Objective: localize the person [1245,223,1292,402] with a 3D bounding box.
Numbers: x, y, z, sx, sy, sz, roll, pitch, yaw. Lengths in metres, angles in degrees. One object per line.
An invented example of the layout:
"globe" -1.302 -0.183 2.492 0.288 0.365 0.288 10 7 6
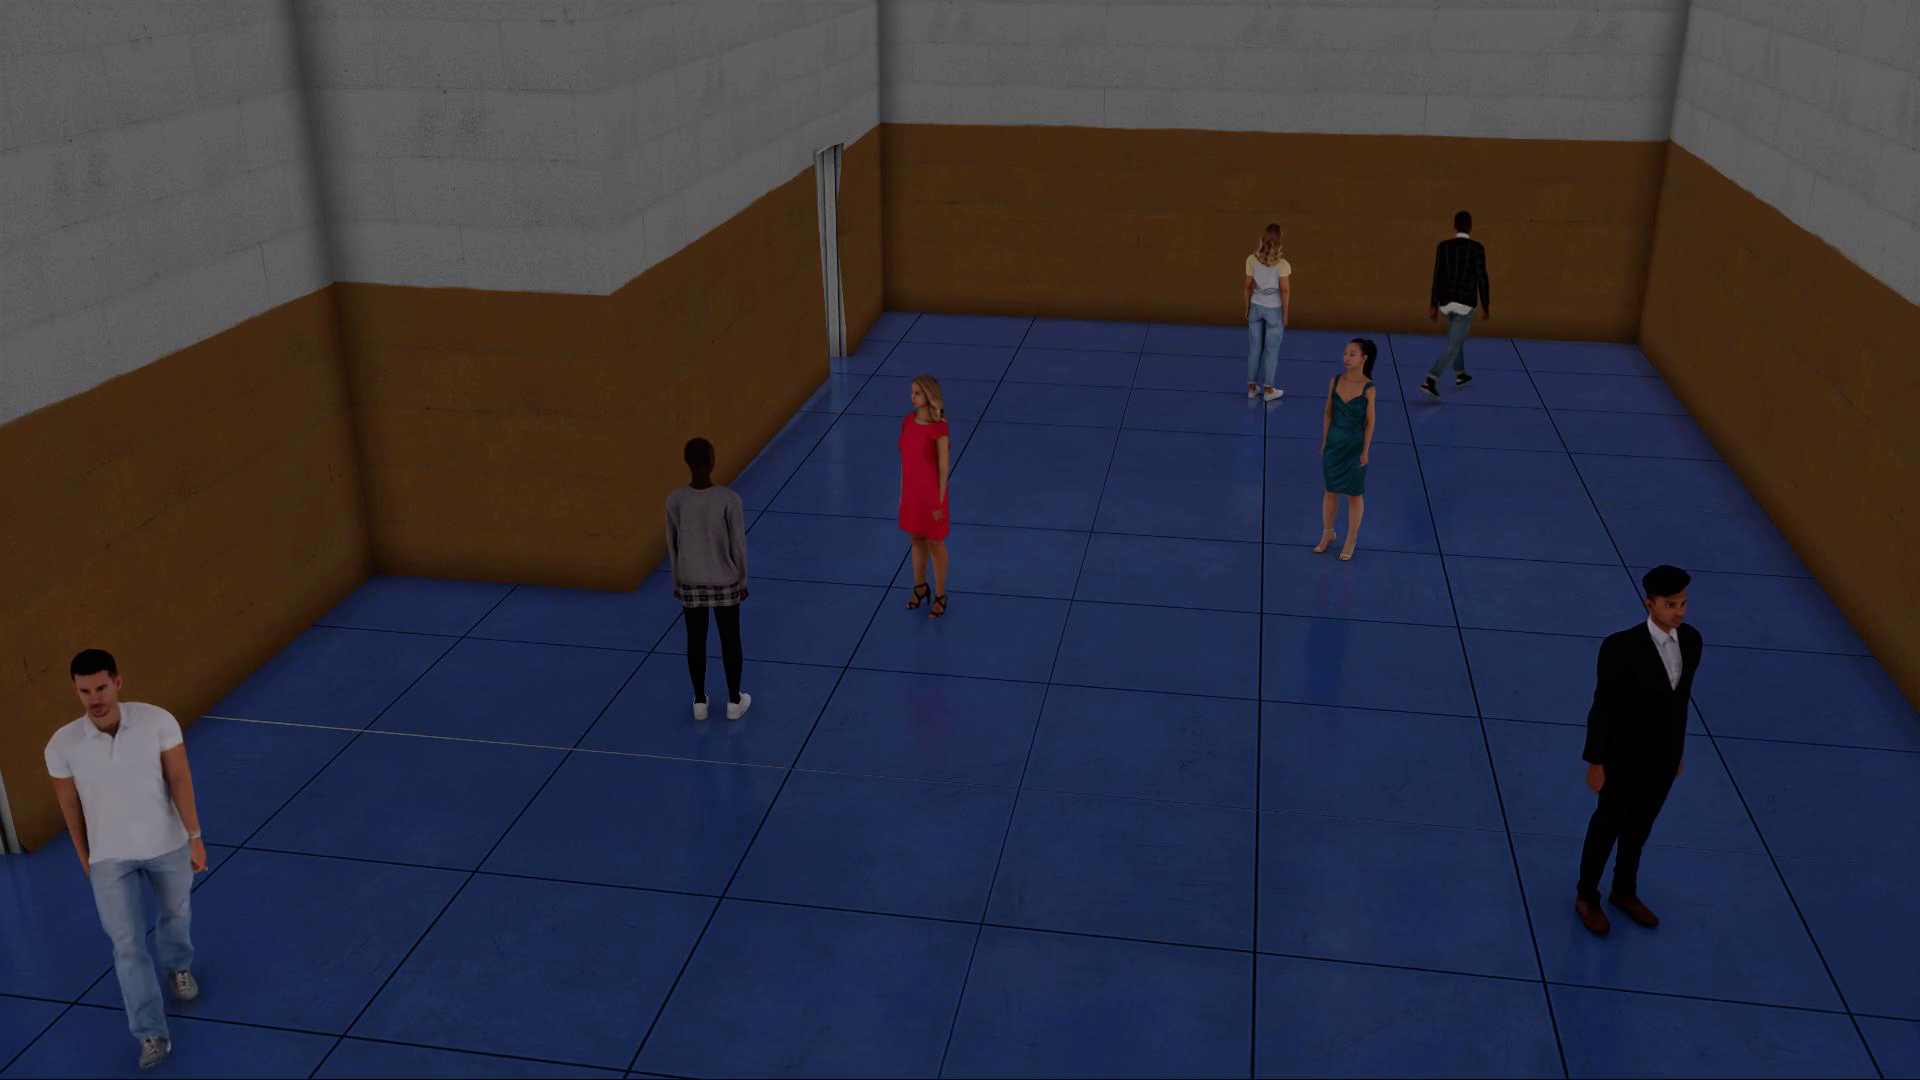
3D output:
"person" 2.958 -2.201 16.050 0.627 1.724 0.754 14 26 32

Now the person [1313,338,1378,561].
"person" 2.868 -0.670 12.313 0.577 1.685 0.673 20 29 40

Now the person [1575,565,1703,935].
"person" 3.239 0.984 7.931 0.675 1.883 0.834 -7 23 -16

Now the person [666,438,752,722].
"person" -1.504 0.239 9.934 0.505 1.771 0.708 0 22 1

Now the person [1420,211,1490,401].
"person" 4.756 -2.227 16.061 1.219 1.780 1.253 -18 28 -38

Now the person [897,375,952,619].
"person" -0.227 -0.307 11.351 0.639 1.728 0.724 20 29 41

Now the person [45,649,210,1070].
"person" -3.582 1.290 7.255 1.147 1.819 1.154 -12 25 -27
